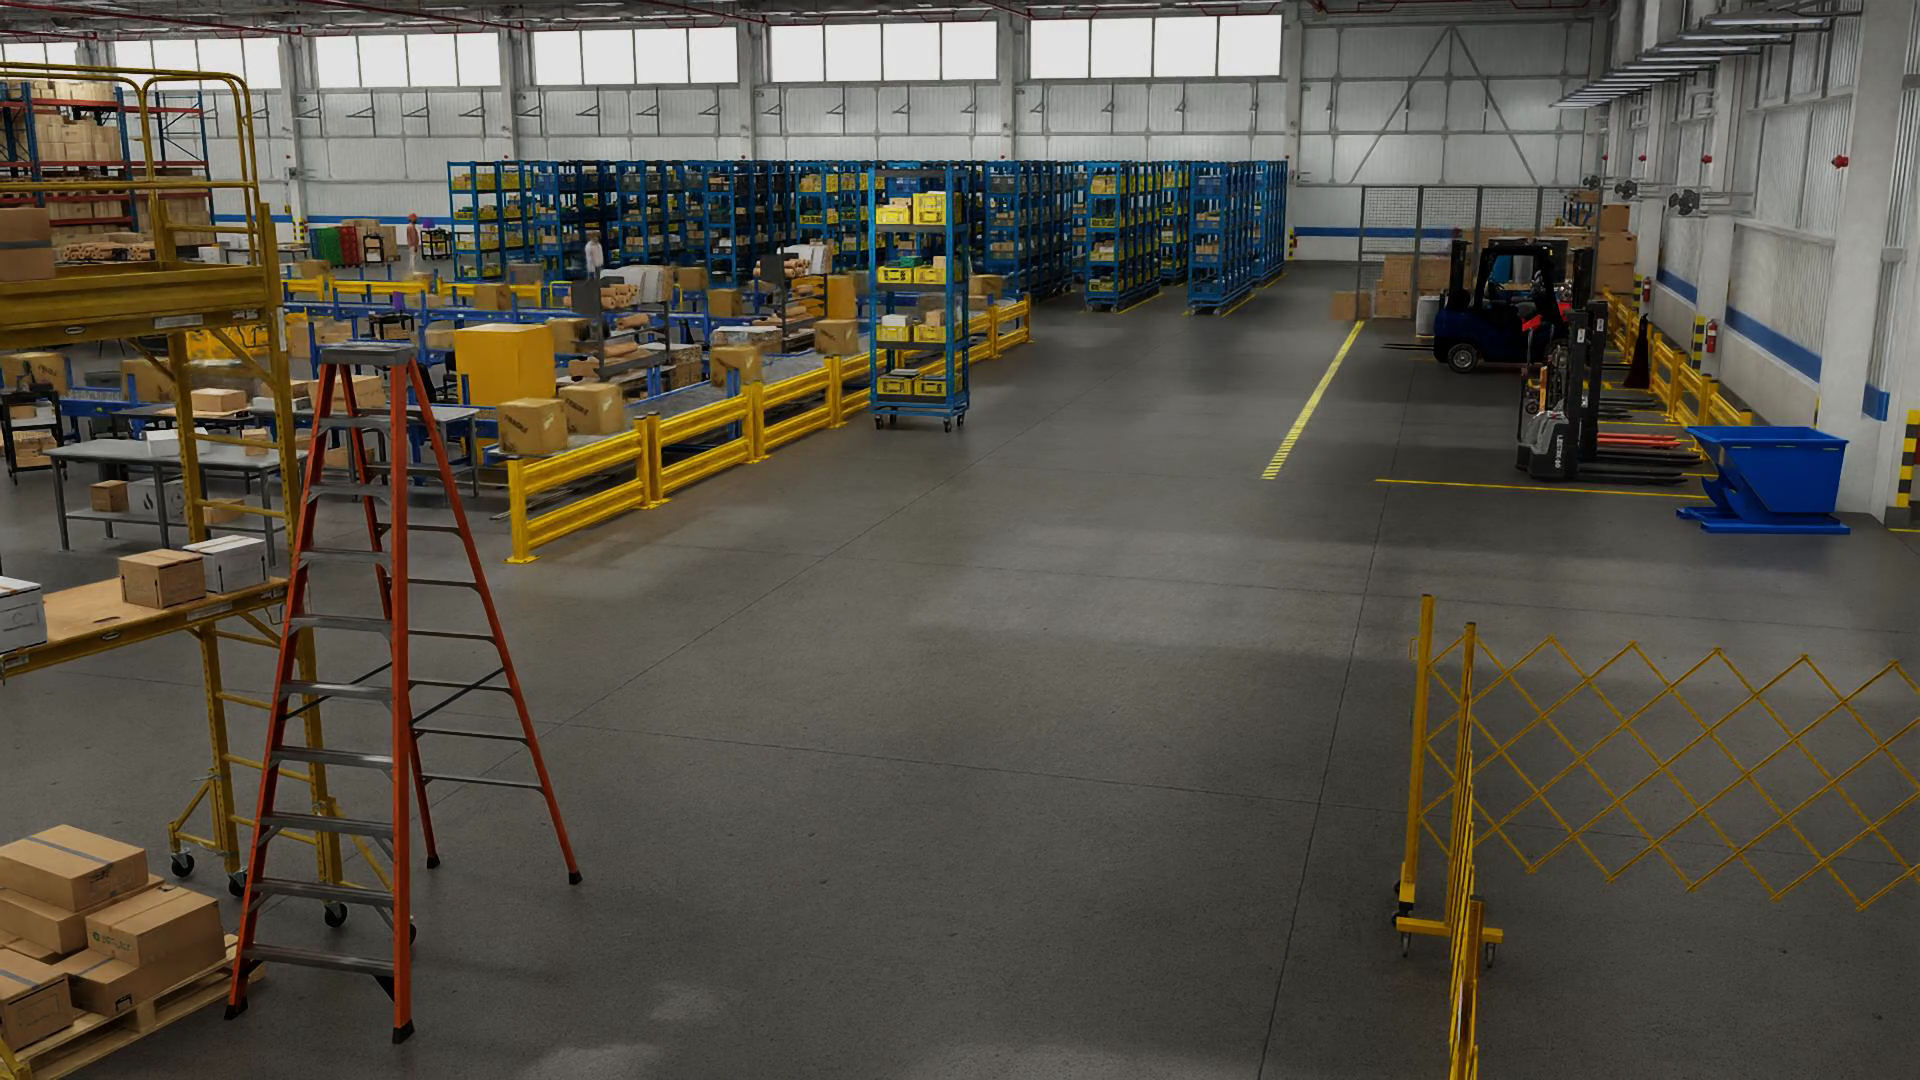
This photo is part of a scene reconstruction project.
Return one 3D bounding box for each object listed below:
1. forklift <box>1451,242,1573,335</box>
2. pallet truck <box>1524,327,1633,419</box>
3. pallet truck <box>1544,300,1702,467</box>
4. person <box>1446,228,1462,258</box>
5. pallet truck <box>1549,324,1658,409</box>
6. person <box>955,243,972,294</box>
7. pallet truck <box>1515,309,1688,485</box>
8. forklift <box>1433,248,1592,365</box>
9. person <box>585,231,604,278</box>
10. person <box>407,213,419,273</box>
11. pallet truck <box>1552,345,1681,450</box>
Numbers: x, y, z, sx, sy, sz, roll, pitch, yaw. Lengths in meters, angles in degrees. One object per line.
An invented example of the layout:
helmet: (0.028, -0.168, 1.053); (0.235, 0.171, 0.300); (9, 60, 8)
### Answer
forklift: (10.464, -4.597, 31.405); (2.680, 1.987, 1.157); (4, 14, 16)
pallet truck: (9.065, -2.460, 24.370); (1.522, 1.261, 0.704); (3, 13, 14)
pallet truck: (8.263, -1.952, 20.631); (1.885, 1.965, 0.823); (5, 14, 20)
person: (13.532, -7.553, 45.219); (0.873, 1.807, 0.584); (3, 13, 12)
pallet truck: (9.824, -2.669, 25.407); (1.601, 1.201, 0.680); (4, 14, 16)
person: (0.154, -5.869, 37.957); (0.646, 1.812, 0.597); (2, 13, 8)
pallet truck: (7.554, -1.677, 19.446); (1.885, 1.965, 0.823); (3, 13, 14)
forklift: (9.780, -4.111, 29.280); (2.680, 1.987, 1.157); (3, 13, 14)
person: (-9.141, -6.863, 42.085); (0.664, 1.883, 0.668); (5, 14, 22)
person: (-16.994, -9.164, 51.791); (0.396, 1.992, 0.622); (-7, 15, -28)
pallet truck: (8.641, -1.896, 21.908); (1.630, 1.274, 0.653); (4, 14, 16)
